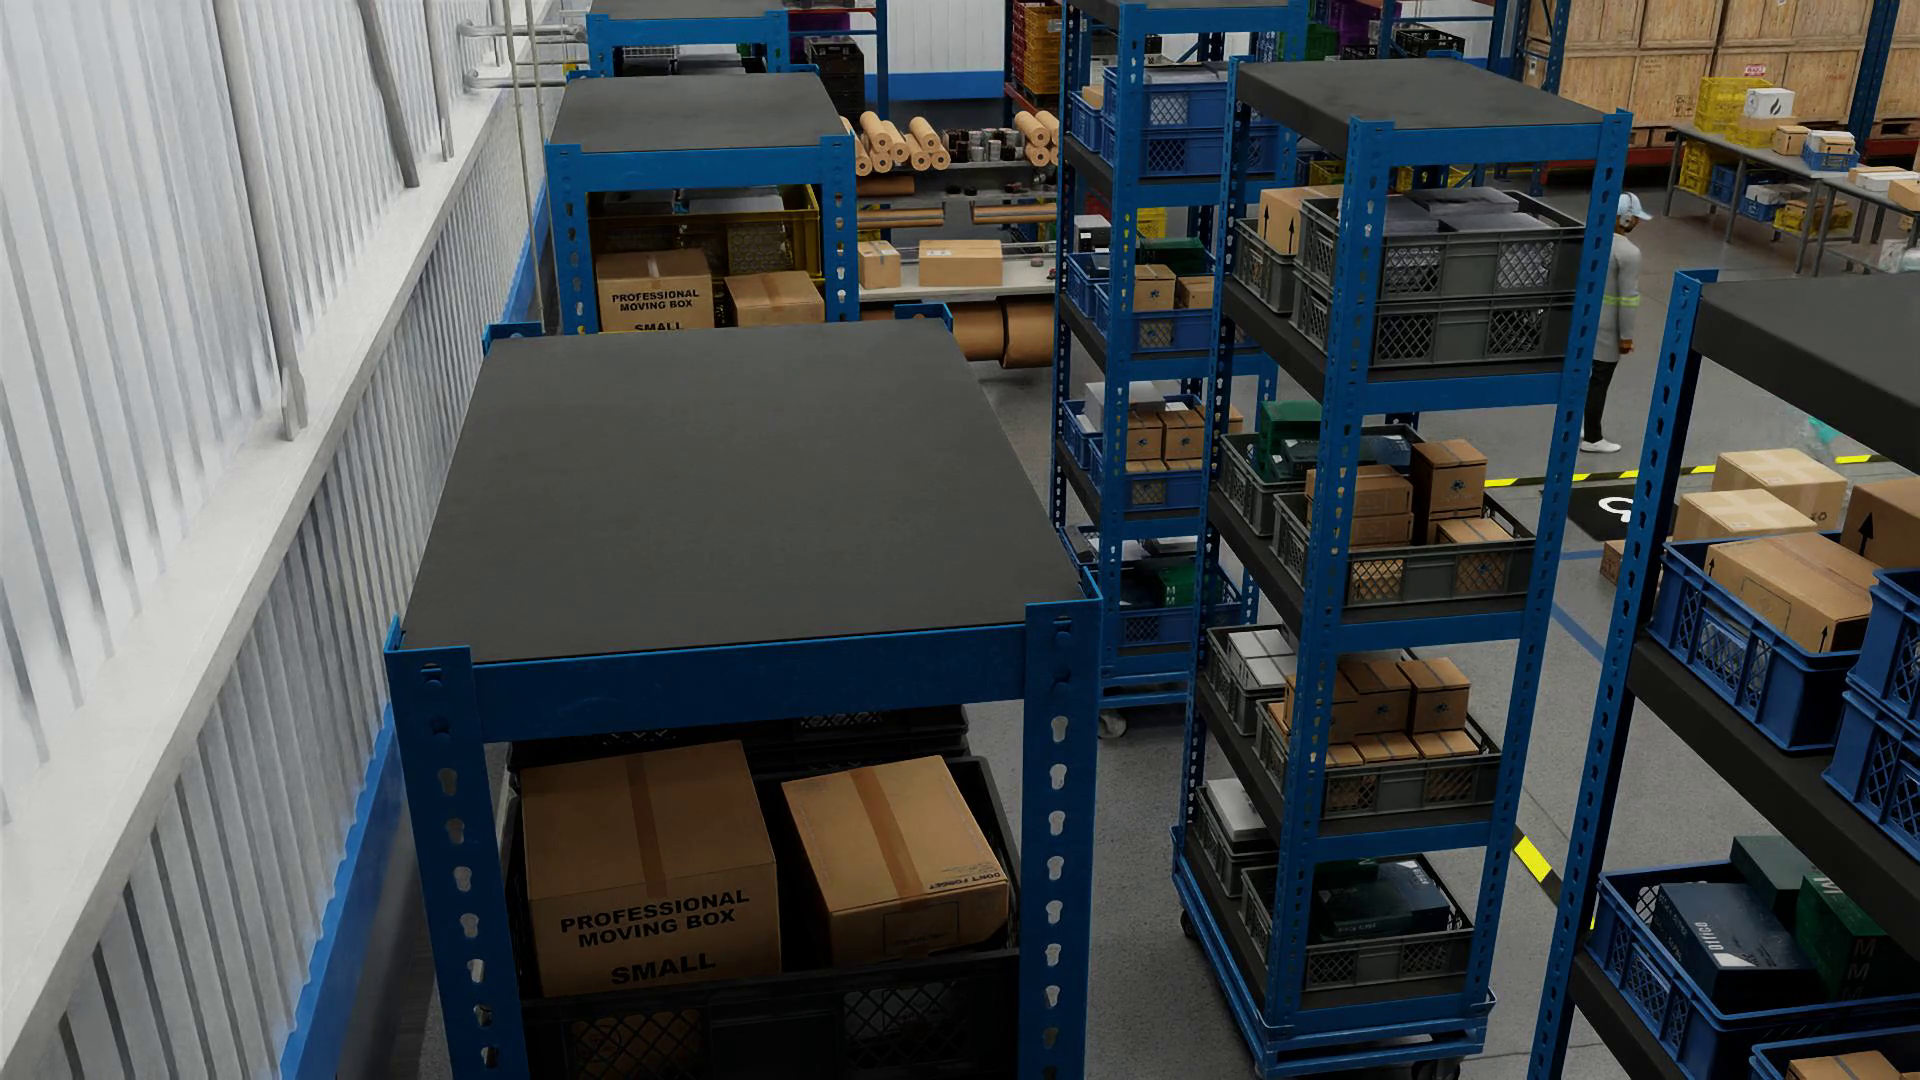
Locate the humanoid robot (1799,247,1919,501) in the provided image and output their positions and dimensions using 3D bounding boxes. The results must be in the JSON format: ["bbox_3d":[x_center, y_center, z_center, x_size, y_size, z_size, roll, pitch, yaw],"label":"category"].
[{"bbox_3d":[5.799,-1.097,10.764,0.735,1.677,0.533,15,28,29],"label":"humanoid robot"}]

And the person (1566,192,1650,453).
[{"bbox_3d":[4.557,-1.530,11.737,0.396,1.847,0.588,-8,26,-17],"label":"person"}]
